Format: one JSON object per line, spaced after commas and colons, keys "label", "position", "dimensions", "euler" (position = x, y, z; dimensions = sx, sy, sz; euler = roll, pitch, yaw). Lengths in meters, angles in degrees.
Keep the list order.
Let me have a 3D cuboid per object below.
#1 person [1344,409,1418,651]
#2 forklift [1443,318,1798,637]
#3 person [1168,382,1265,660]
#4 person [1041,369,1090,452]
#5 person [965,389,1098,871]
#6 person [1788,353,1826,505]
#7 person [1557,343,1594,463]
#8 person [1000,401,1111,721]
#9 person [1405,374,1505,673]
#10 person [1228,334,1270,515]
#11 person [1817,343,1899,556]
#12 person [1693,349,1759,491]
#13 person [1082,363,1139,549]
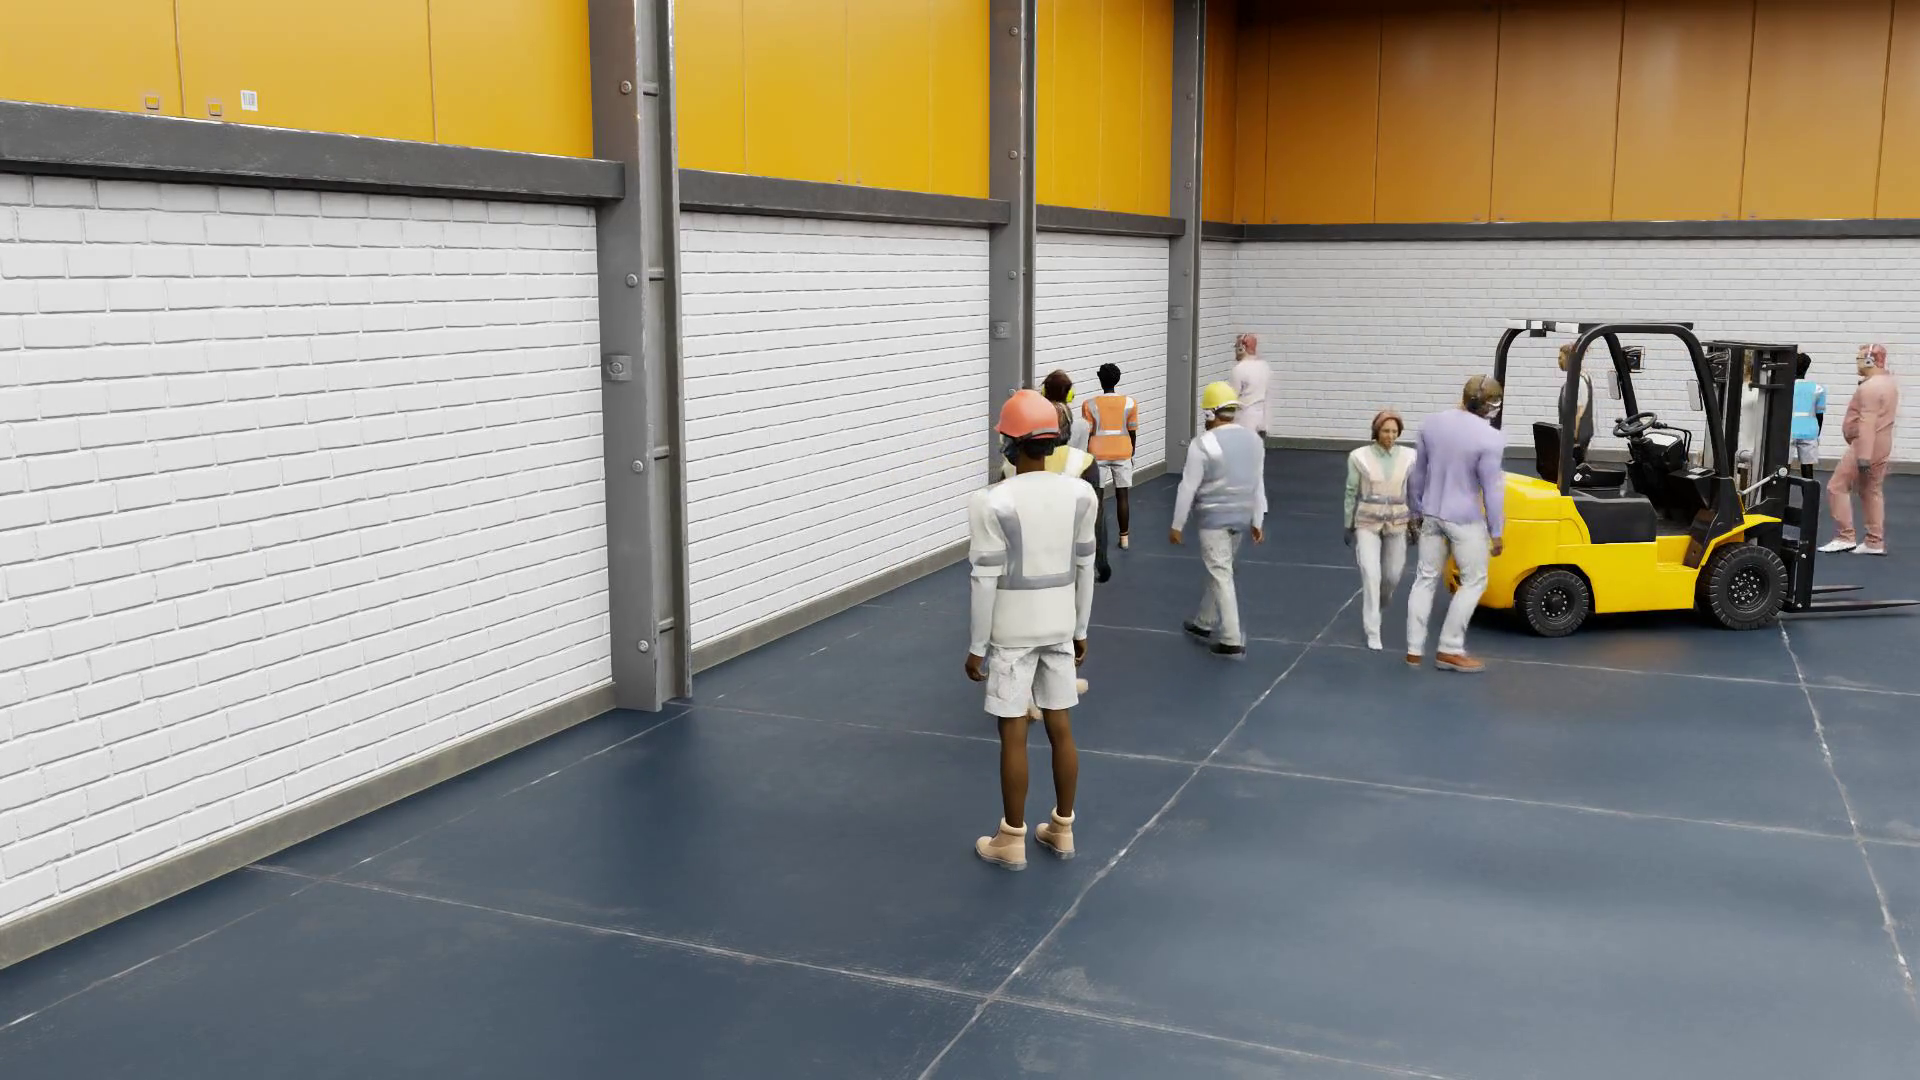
{"label": "person", "position": [2.865, -0.099, 11.337], "dimensions": [0.522, 1.611, 0.684], "euler": [0, 9, 2]}
{"label": "forklift", "position": [4.706, -0.497, 11.990], "dimensions": [2.313, 2.155, 1.214], "euler": [-2, 10, -10]}
{"label": "person", "position": [1.647, -0.144, 11.022], "dimensions": [0.616, 1.796, 0.835], "euler": [-6, 11, -32]}
{"label": "person", "position": [0.646, -0.276, 11.711], "dimensions": [0.527, 1.845, 0.790], "euler": [1, 9, 7]}
{"label": "person", "position": [0.290, 0.384, 7.095], "dimensions": [0.608, 2.048, 0.364], "euler": [-5, 11, -29]}
{"label": "person", "position": [8.444, -1.042, 16.806], "dimensions": [0.532, 1.692, 0.322], "euler": [2, 10, 10]}
{"label": "person", "position": [5.885, -0.994, 16.137], "dimensions": [0.656, 1.820, 0.525], "euler": [7, 12, 36]}
{"label": "person", "position": [0.509, 0.106, 9.534], "dimensions": [0.617, 1.809, 0.941], "euler": [7, 12, 37]}
{"label": "person", "position": [3.094, -0.099, 10.486], "dimensions": [0.439, 1.900, 0.689], "euler": [-6, 11, -33]}
{"label": "person", "position": [2.881, -1.208, 17.304], "dimensions": [0.864, 1.863, 0.646], "euler": [6, 11, 33]}
{"label": "person", "position": [7.951, -0.800, 14.754], "dimensions": [0.623, 1.888, 0.662], "euler": [9, 13, 44]}
{"label": "person", "position": [6.708, -0.739, 14.407], "dimensions": [0.991, 1.894, 0.639], "euler": [-1, 9, -3]}
{"label": "person", "position": [1.351, -0.753, 15.065], "dimensions": [0.531, 1.694, 0.320], "euler": [0, 9, -3]}
